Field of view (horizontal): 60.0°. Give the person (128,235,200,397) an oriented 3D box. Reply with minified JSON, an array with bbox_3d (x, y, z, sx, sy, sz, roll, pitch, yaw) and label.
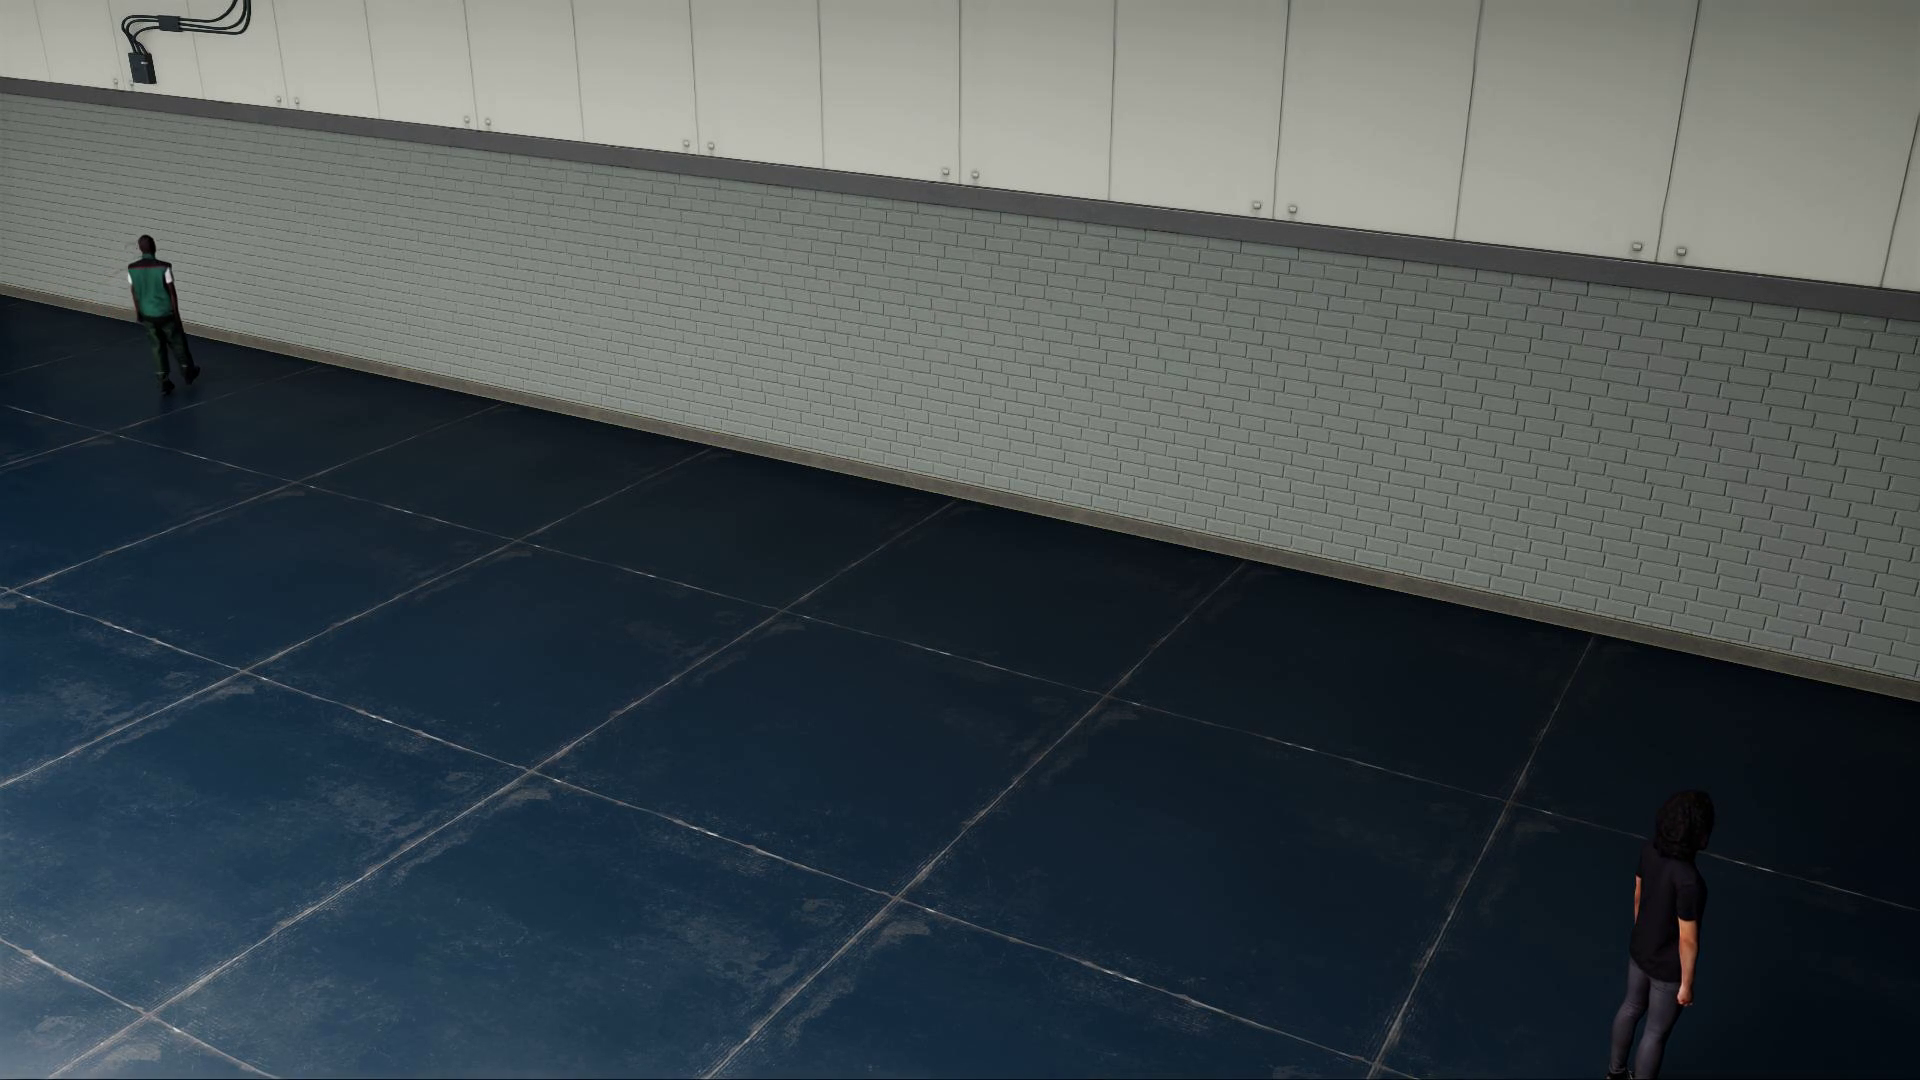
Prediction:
[{"bbox_3d":[-9.191,-2.542,19.024,1.025,1.808,1.161,0,23,-1],"label":"person"}]

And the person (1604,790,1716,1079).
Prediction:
[{"bbox_3d":[3.465,2.033,8.229,0.767,1.837,0.680,-3,23,-8],"label":"person"}]
